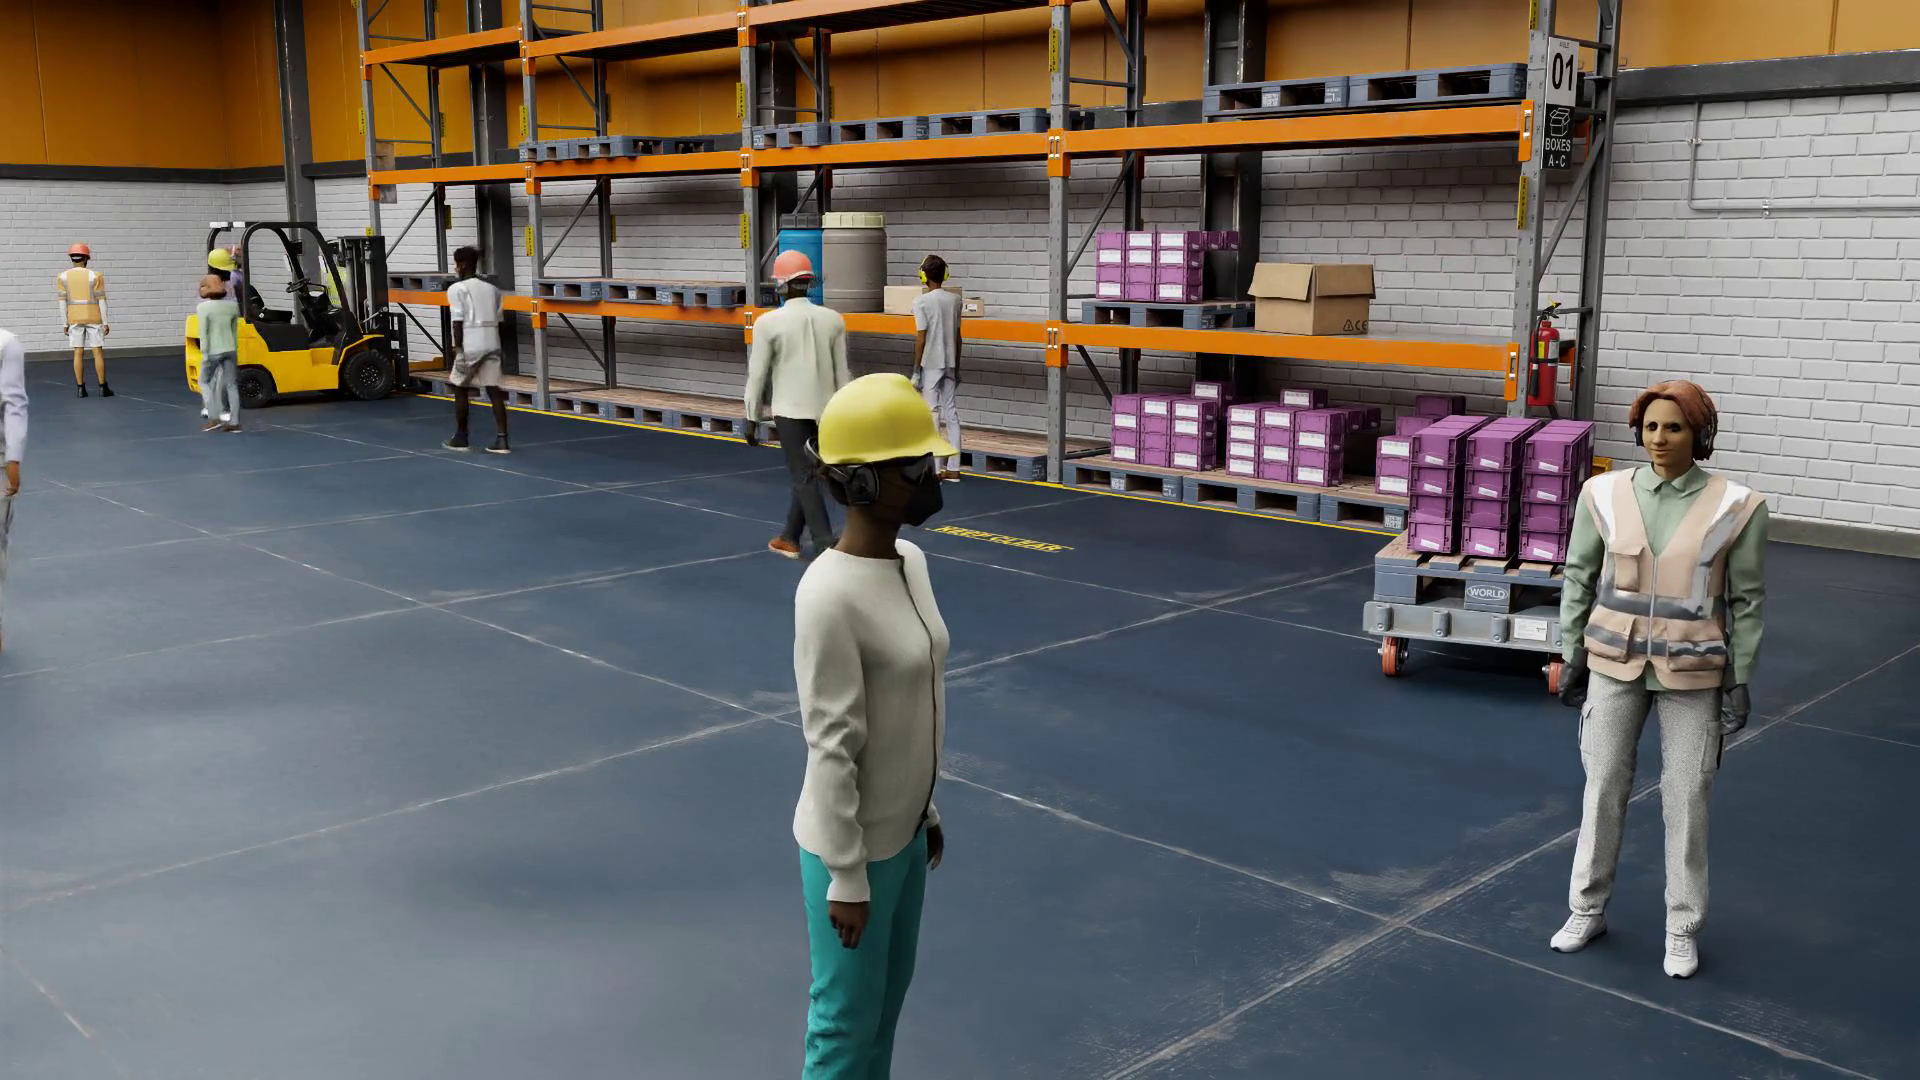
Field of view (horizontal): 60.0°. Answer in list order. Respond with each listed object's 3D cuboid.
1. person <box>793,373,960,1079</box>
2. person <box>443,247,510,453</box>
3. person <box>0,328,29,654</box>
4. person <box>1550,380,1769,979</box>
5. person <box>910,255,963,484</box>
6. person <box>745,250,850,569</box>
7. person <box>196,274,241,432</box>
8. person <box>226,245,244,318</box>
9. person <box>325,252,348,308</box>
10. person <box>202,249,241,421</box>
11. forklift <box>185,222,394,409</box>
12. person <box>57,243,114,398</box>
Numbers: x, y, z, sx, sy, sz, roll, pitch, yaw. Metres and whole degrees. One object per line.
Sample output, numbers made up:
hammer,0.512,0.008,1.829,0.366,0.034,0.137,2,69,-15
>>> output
person,-0.151,0.566,3.200,0.308,1.772,0.525,3,11,14
person,-4.545,-1.766,15.542,0.813,1.913,0.633,7,13,35
person,-4.737,-0.372,7.905,0.602,1.920,0.492,-4,11,-23
person,1.916,0.376,4.587,0.522,1.639,0.305,7,12,33
person,-0.198,-1.381,13.564,0.520,1.864,0.333,-9,14,-40
person,-0.965,-0.778,10.091,0.635,1.942,1.038,-7,13,-34
person,-7.630,-1.907,17.093,0.404,1.627,0.514,6,12,31
person,-9.101,-2.759,20.988,0.403,1.900,0.647,-5,11,-25
person,-8.798,-3.257,23.991,0.648,1.799,0.876,4,11,23
person,-8.130,-2.233,18.183,0.504,1.878,0.738,-3,11,-18
forklift,-8.169,-2.758,20.163,2.313,2.155,1.214,-10,14,-44
person,-10.932,-2.739,20.790,0.543,1.928,0.370,-3,11,-14
